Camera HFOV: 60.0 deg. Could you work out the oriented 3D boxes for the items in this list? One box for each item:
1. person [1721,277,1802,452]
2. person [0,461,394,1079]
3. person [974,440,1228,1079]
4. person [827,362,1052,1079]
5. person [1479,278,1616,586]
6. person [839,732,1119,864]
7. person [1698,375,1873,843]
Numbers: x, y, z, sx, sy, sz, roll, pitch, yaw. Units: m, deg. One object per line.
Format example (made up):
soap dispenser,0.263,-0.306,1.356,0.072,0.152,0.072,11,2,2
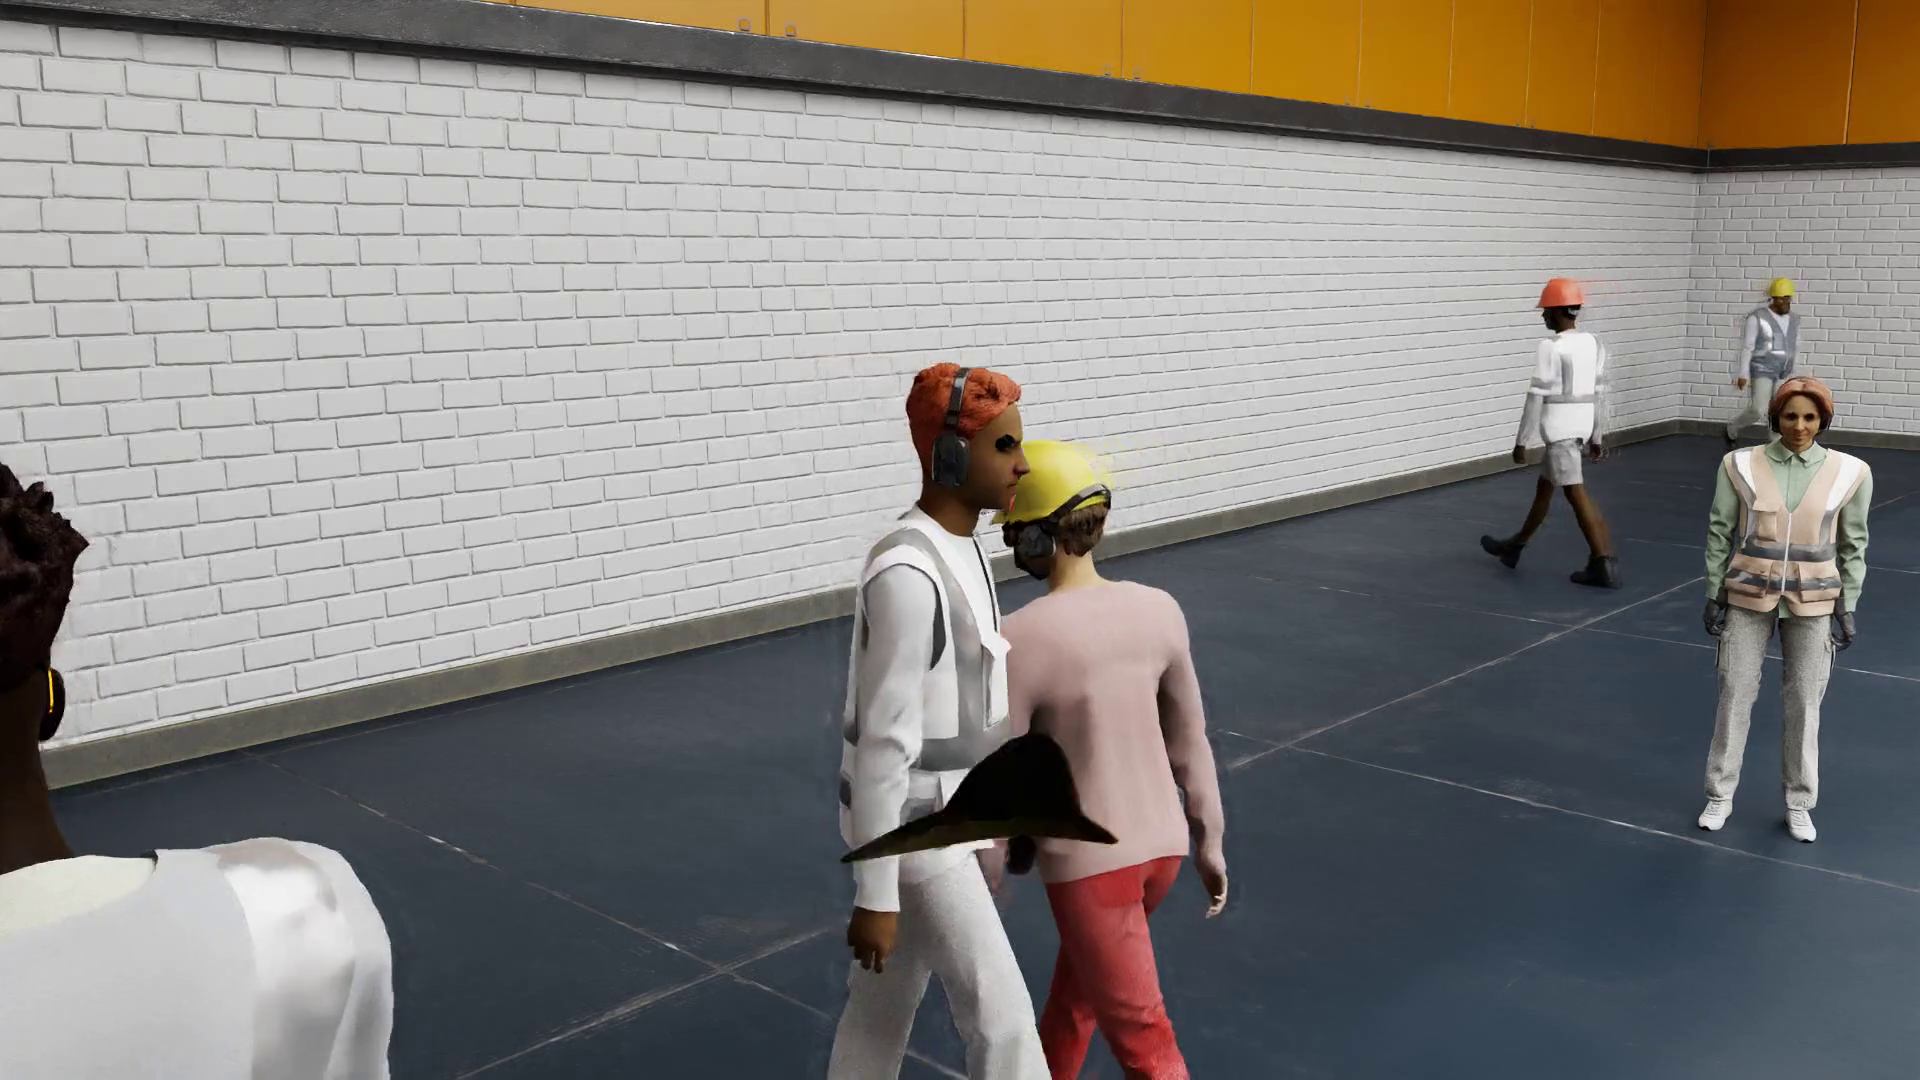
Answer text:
person,7.801,-1.646,16.120,0.623,1.805,0.615,-3,10,-14
person,-0.685,0.884,1.323,0.606,1.941,0.859,-9,13,-41
person,0.307,0.652,3.374,0.527,1.686,0.978,-8,13,-40
person,0.088,0.589,3.267,0.909,1.848,0.604,1,10,7
person,3.726,-0.682,10.407,0.560,1.877,1.045,-7,12,-36
person,0.121,0.973,0.967,0.823,1.897,0.604,4,11,21
person,2.890,0.240,5.862,0.511,1.638,0.308,5,11,24
